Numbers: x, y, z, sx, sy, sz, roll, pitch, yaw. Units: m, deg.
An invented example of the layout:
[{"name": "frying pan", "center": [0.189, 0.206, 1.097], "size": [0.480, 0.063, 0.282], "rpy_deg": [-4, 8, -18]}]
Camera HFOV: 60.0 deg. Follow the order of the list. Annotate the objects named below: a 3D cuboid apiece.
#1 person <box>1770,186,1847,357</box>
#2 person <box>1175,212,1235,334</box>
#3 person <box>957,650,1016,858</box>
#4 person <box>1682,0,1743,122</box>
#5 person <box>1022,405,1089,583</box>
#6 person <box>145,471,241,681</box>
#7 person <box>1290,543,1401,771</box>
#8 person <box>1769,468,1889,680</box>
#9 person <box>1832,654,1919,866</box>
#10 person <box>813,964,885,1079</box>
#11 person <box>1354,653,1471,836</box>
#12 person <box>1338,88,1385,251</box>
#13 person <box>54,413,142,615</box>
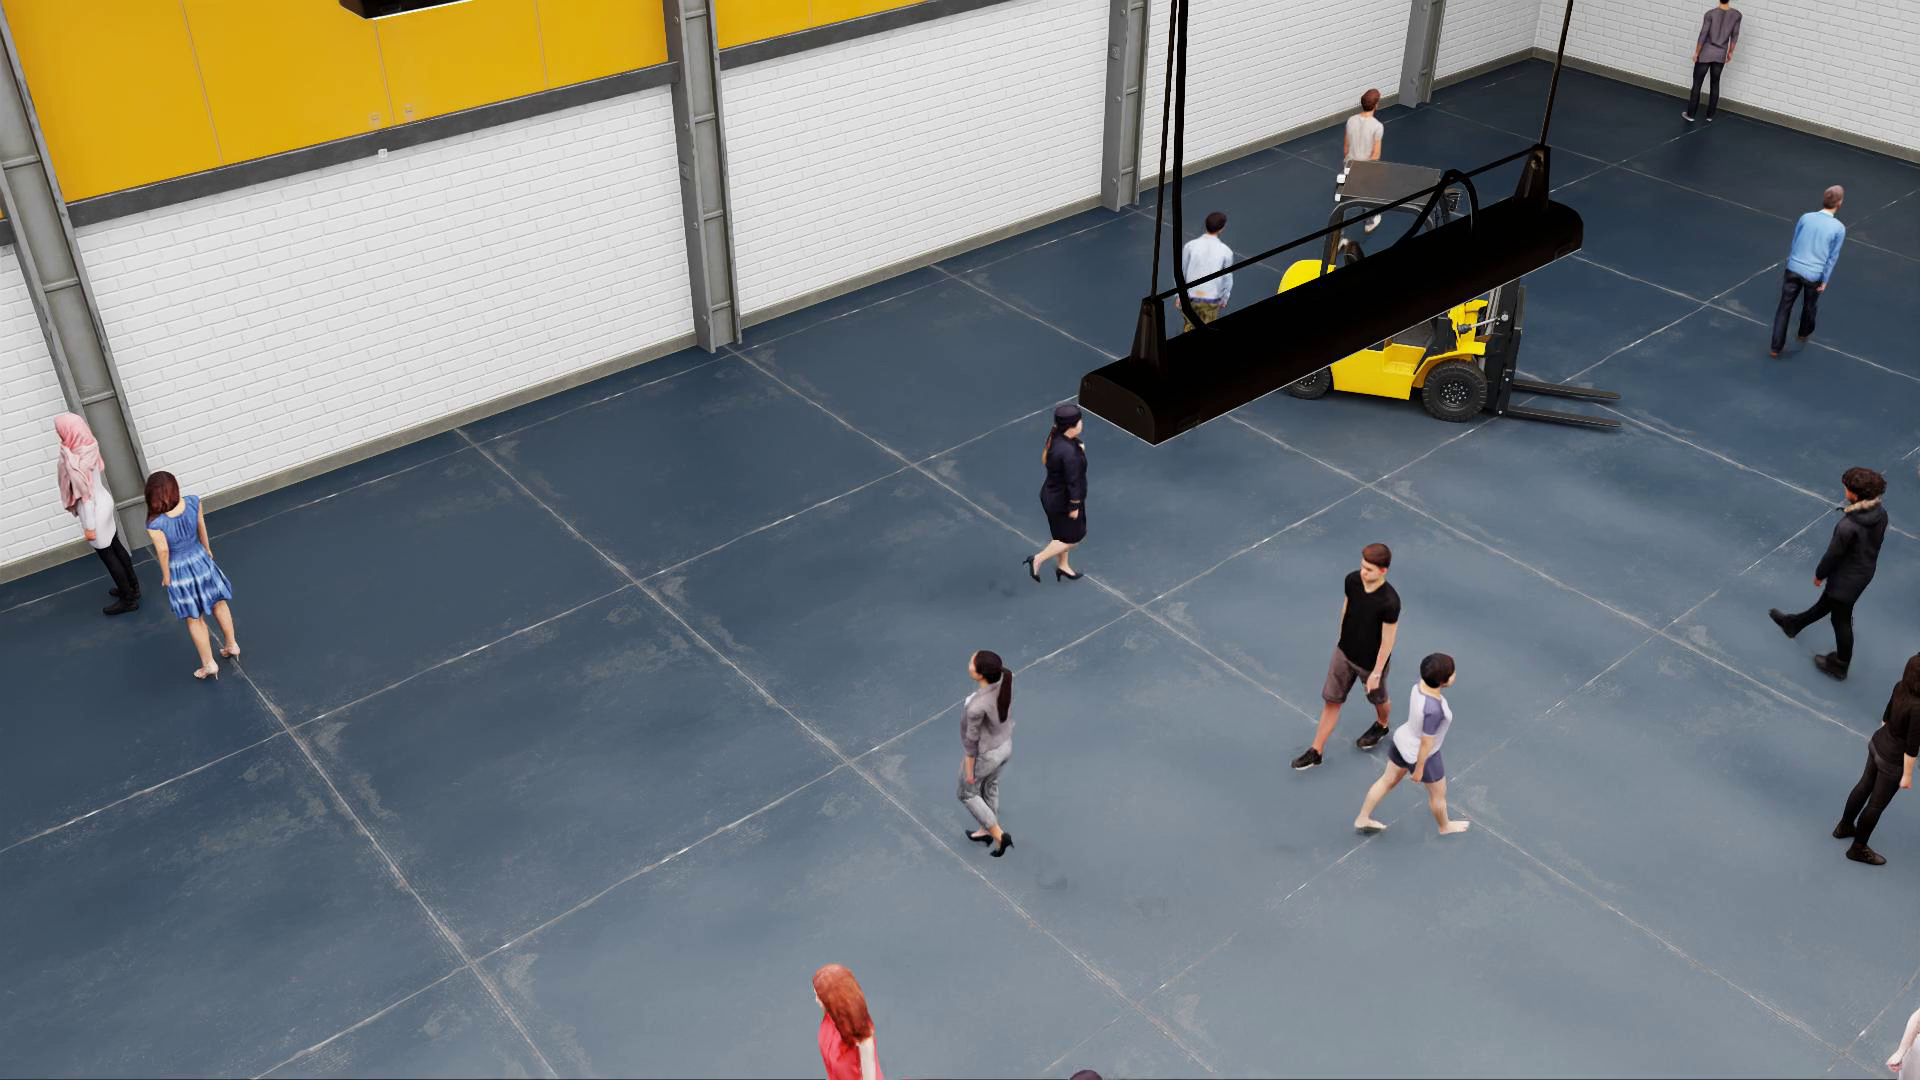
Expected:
[{"name": "person", "center": [8.694, -2.740, 17.150], "size": [0.765, 1.778, 1.098], "rpy_deg": [25, 41, 32]}, {"name": "person", "center": [2.406, -2.365, 16.575], "size": [0.865, 1.790, 0.913], "rpy_deg": [7, 34, 10]}, {"name": "person", "center": [0.242, 1.449, 10.951], "size": [0.746, 1.665, 0.694], "rpy_deg": [24, 40, 31]}, {"name": "person", "center": [10.485, -6.775, 23.155], "size": [0.719, 1.851, 0.786], "rpy_deg": [2, 34, 3]}, {"name": "person", "center": [0.780, -0.319, 13.613], "size": [0.943, 1.662, 0.878], "rpy_deg": [-6, 34, -9]}, {"name": "person", "center": [-5.839, 0.256, 12.617], "size": [0.809, 1.806, 0.670], "rpy_deg": [13, 36, 19]}, {"name": "person", "center": [2.933, 0.800, 11.791], "size": [1.188, 1.815, 0.737], "rpy_deg": [-22, 39, -29]}, {"name": "person", "center": [6.806, 0.311, 12.599], "size": [0.989, 1.735, 0.806], "rpy_deg": [-16, 37, -22]}, {"name": "person", "center": [6.155, 1.425, 11.010], "size": [0.693, 1.640, 0.637], "rpy_deg": [2, 34, 3]}, {"name": "person", "center": [-0.453, 2.864, 8.712], "size": [1.095, 1.786, 0.646], "rpy_deg": [-26, 41, -33]}, {"name": "person", "center": [3.000, 1.407, 11.148], "size": [1.091, 1.516, 0.939], "rpy_deg": [-2, 34, -4]}, {"name": "person", "center": [4.602, -4.276, 19.398], "size": [0.851, 1.850, 1.210], "rpy_deg": [24, 40, 31]}, {"name": "person", "center": [-6.925, -0.224, 13.342], "size": [0.757, 1.804, 0.735], "rpy_deg": [-6, 34, -9]}]
